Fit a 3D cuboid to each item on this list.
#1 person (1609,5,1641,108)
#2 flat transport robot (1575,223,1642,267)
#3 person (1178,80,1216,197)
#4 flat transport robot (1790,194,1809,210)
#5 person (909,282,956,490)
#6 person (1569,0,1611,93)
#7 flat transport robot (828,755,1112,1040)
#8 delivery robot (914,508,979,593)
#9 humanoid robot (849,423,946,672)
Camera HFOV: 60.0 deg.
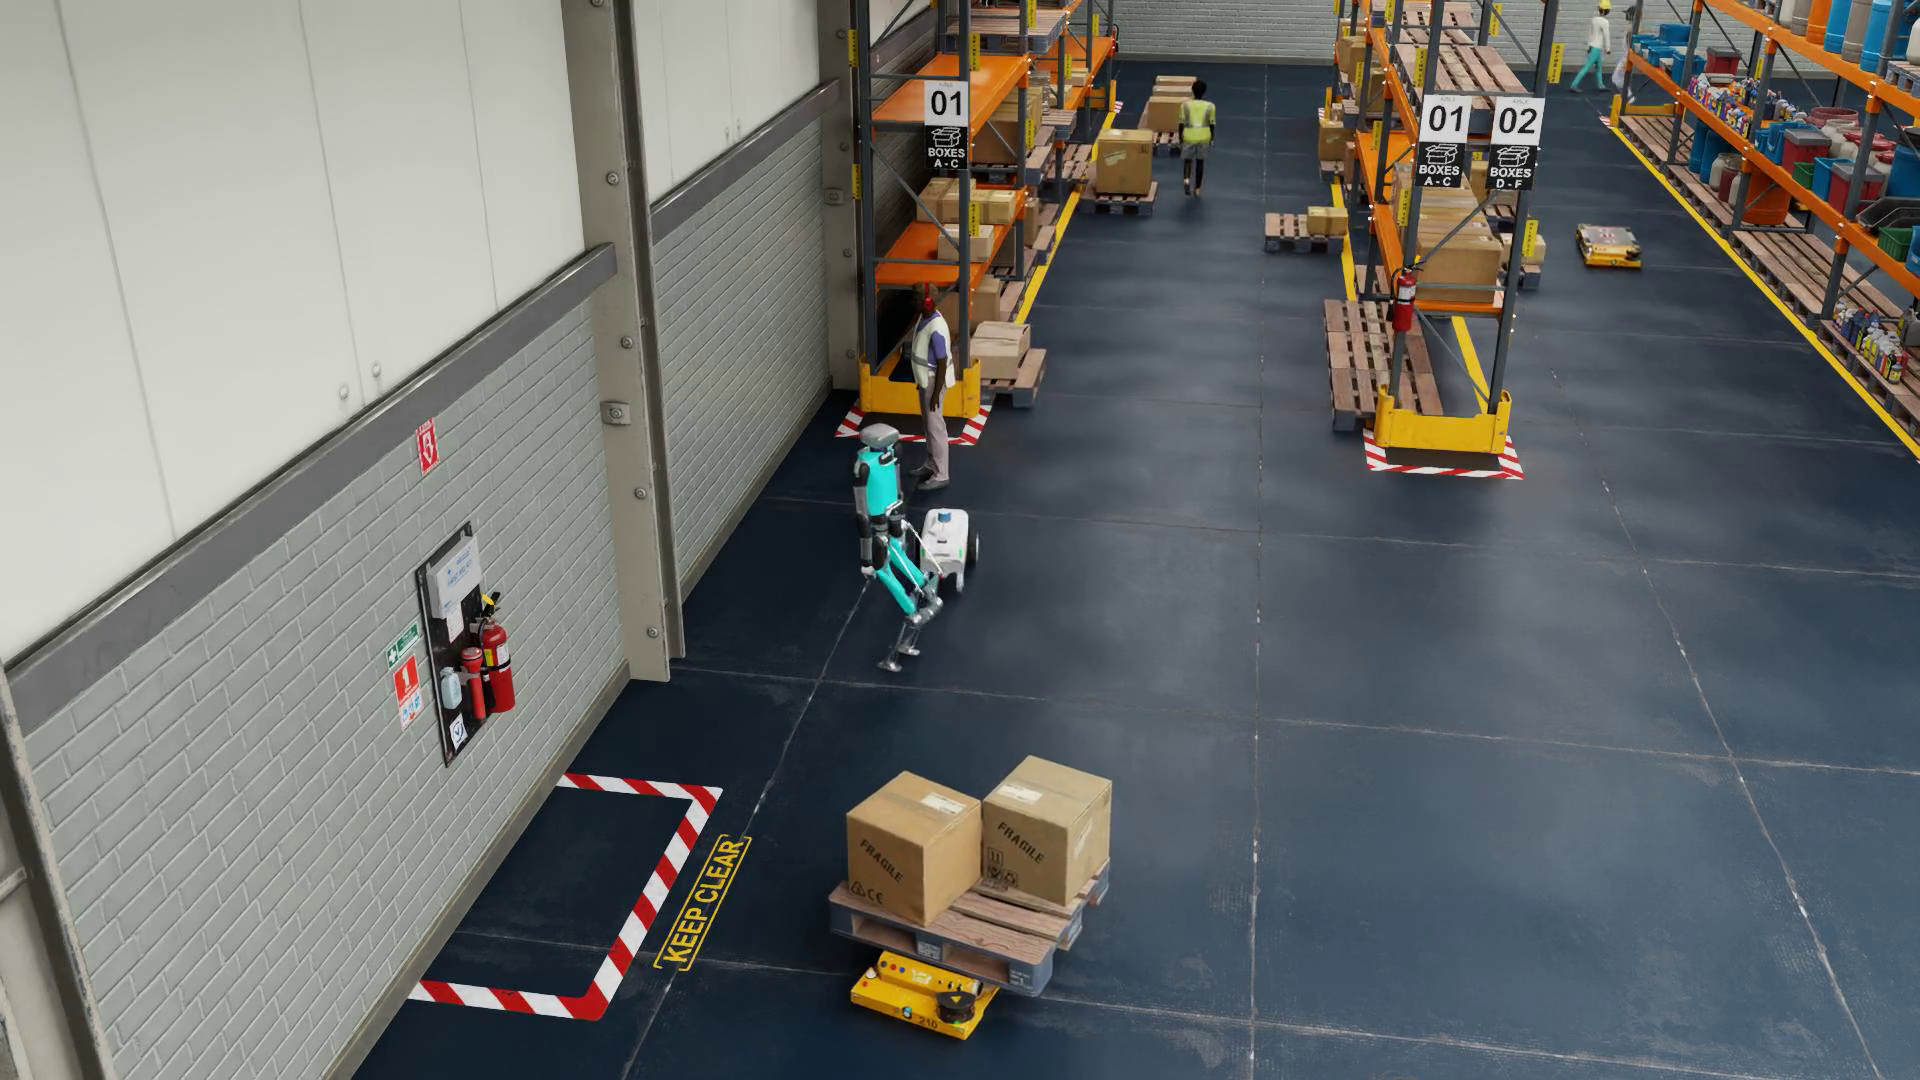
[{"bbox_3d":[12.104,-8.764,30.247,0.418,1.848,0.539,11,27,22],"label":"person"},{"bbox_3d":[8.379,-3.815,21.524,0.659,0.231,1.431,6,26,12],"label":"flat transport robot"},{"bbox_3d":[3.417,-5.781,24.065,0.545,1.684,0.459,2,25,5],"label":"person"},{"bbox_3d":[12.307,-4.996,24.050,0.659,0.231,1.431,4,25,9],"label":"flat transport robot"},{"bbox_3d":[-0.238,-1.338,14.359,0.373,1.843,0.568,-6,26,-12],"label":"person"},{"bbox_3d":[12.171,-9.449,31.858,0.905,1.723,0.516,-2,25,-5],"label":"person"},{"bbox_3d":[0.043,2.079,8.908,0.659,0.231,1.431,12,27,23],"label":"flat transport robot"},{"bbox_3d":[-0.119,0.038,12.930,0.499,0.587,0.788,1,25,3],"label":"delivery robot"},{"bbox_3d":[-0.371,0.089,11.405,0.684,1.773,0.530,13,28,26],"label":"humanoid robot"}]
